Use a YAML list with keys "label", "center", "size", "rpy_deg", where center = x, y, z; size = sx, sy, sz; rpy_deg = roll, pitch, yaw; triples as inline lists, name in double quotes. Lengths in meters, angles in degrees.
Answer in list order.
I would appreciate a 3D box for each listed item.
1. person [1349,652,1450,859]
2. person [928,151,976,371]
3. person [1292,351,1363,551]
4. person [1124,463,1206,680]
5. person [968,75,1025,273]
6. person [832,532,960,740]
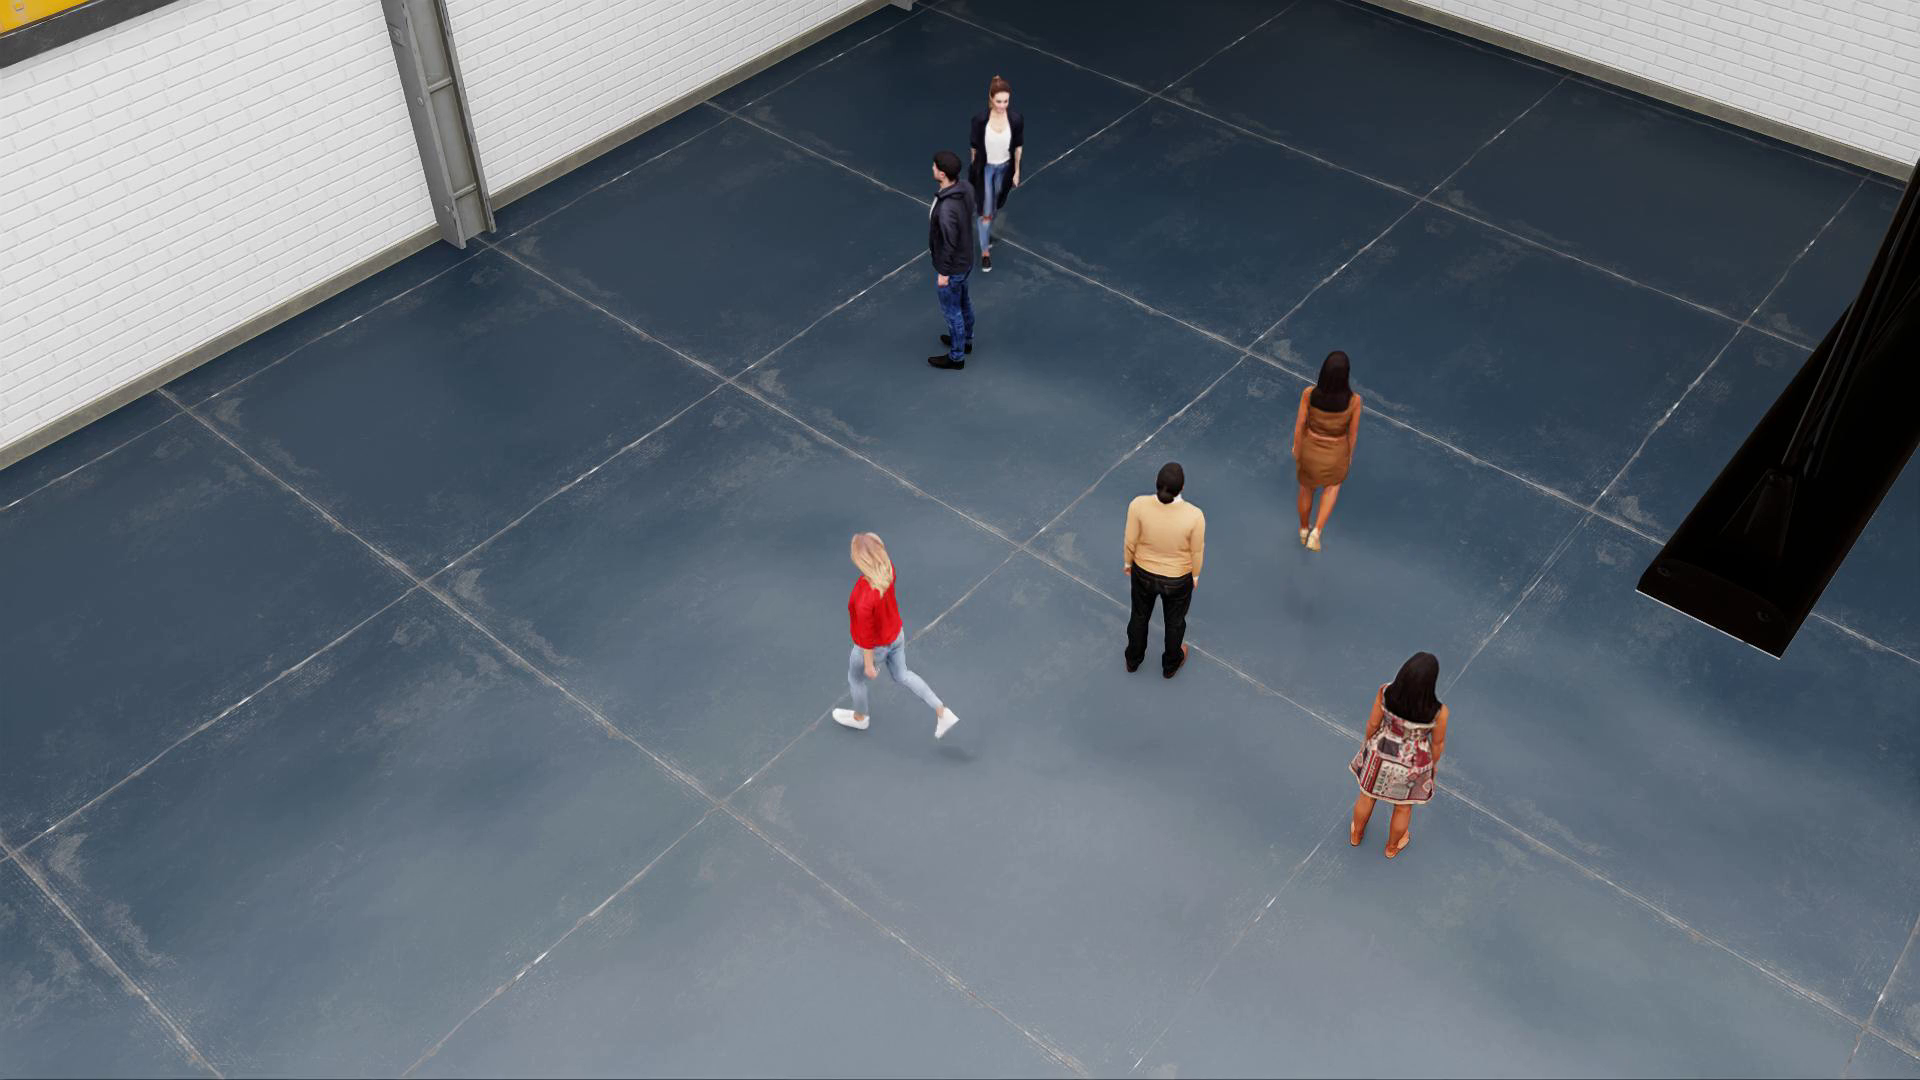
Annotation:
- label: "person"
  center: [2.507, 1.231, 9.516]
  size: [0.699, 1.645, 0.617]
  rpy_deg: [19, 47, 18]
- label: "person"
  center: [-0.045, -2.164, 12.901]
  size: [0.812, 1.892, 0.648]
  rpy_deg: [13, 45, 13]
- label: "person"
  center: [2.467, -0.540, 11.347]
  size: [0.718, 1.682, 0.805]
  rpy_deg: [12, 45, 12]
- label: "person"
  center: [1.278, 0.197, 10.522]
  size: [0.744, 1.754, 0.735]
  rpy_deg: [11, 45, 11]
- label: "person"
  center: [0.284, -3.201, 14.160]
  size: [0.979, 1.656, 1.024]
  rpy_deg: [-4, 44, -4]
- label: "person"
  center: [-0.415, 0.641, 10.113]
  size: [0.890, 1.676, 1.089]
  rpy_deg: [16, 46, 16]
